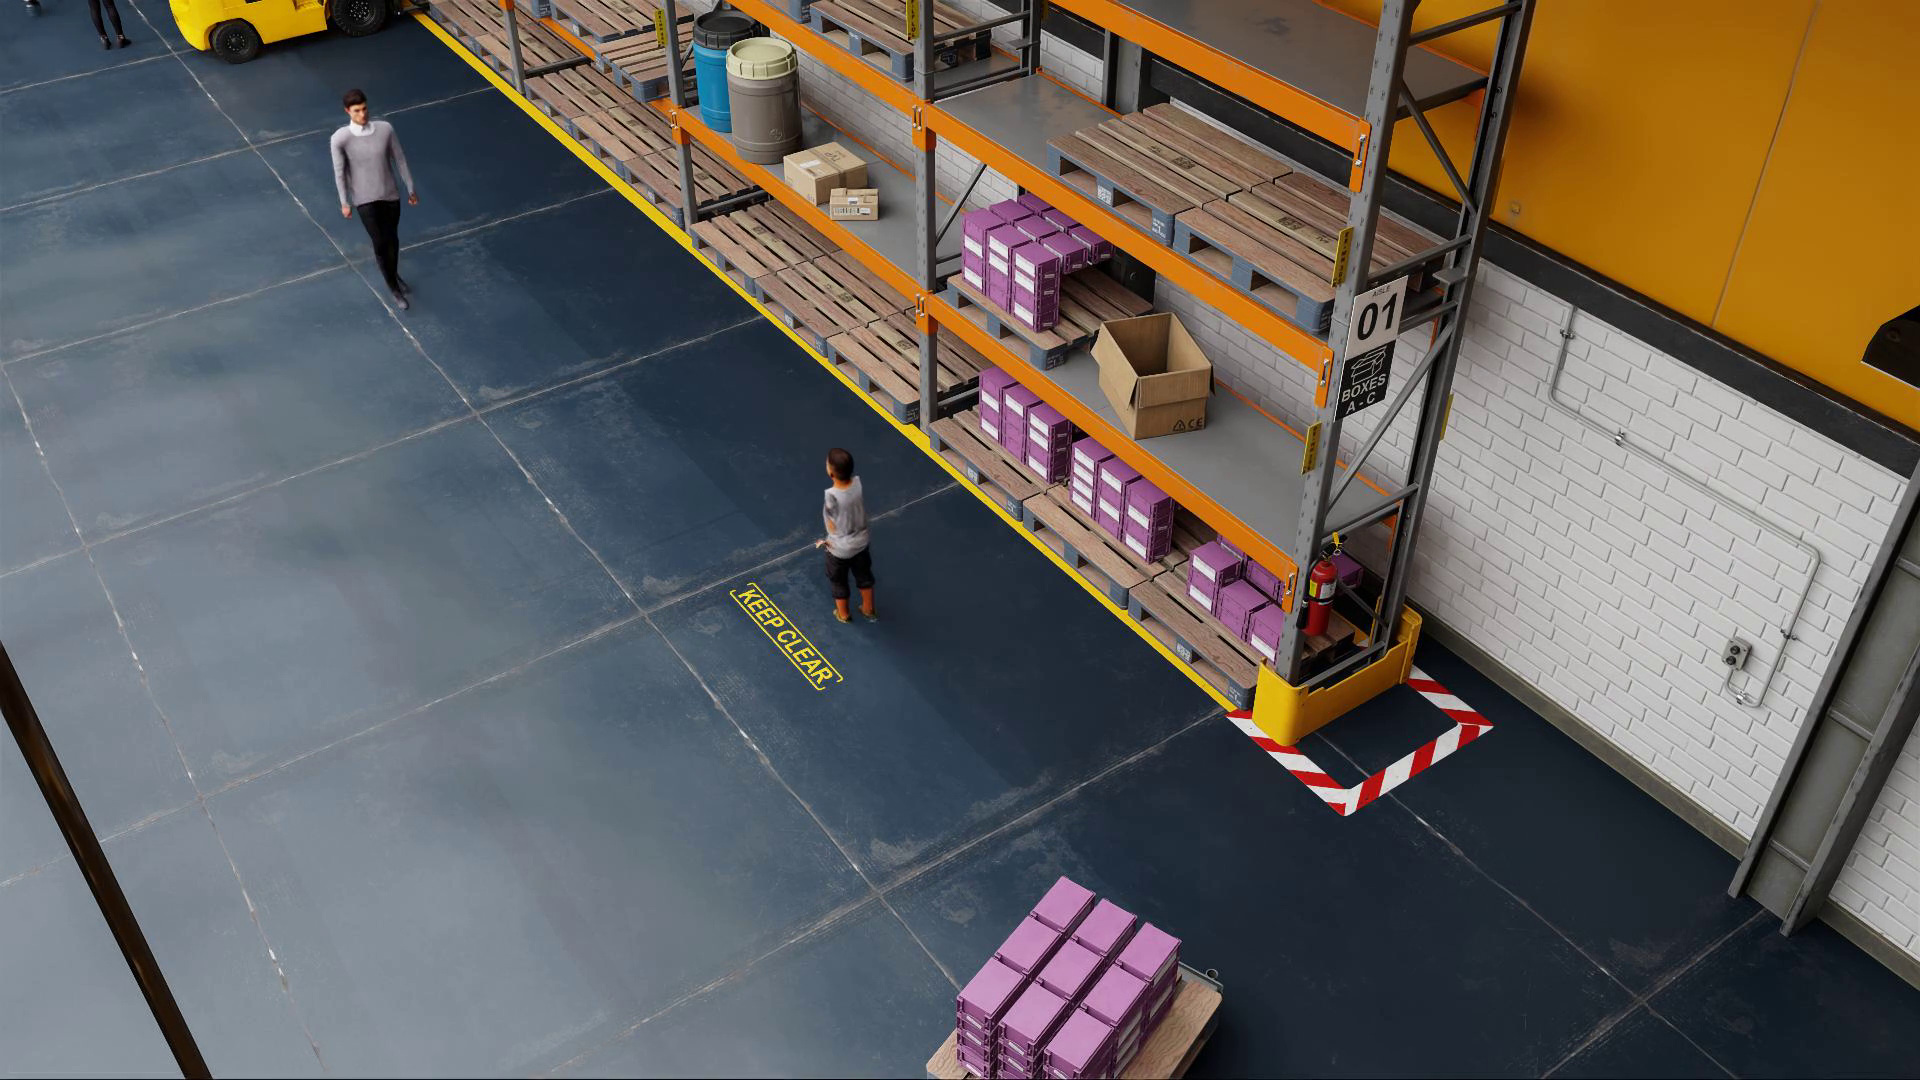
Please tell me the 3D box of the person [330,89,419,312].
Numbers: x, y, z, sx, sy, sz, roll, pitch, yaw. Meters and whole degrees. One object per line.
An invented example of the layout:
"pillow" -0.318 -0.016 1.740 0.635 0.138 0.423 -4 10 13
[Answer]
"person" -5.100 -3.020 14.432 0.807 1.901 0.953 -27 46 -30

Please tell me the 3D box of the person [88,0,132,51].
"person" -9.845 -6.406 18.867 0.659 1.657 0.647 -6 39 -8

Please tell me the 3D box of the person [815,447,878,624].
"person" -0.723 -0.054 11.076 0.583 1.453 0.544 -24 44 -27
